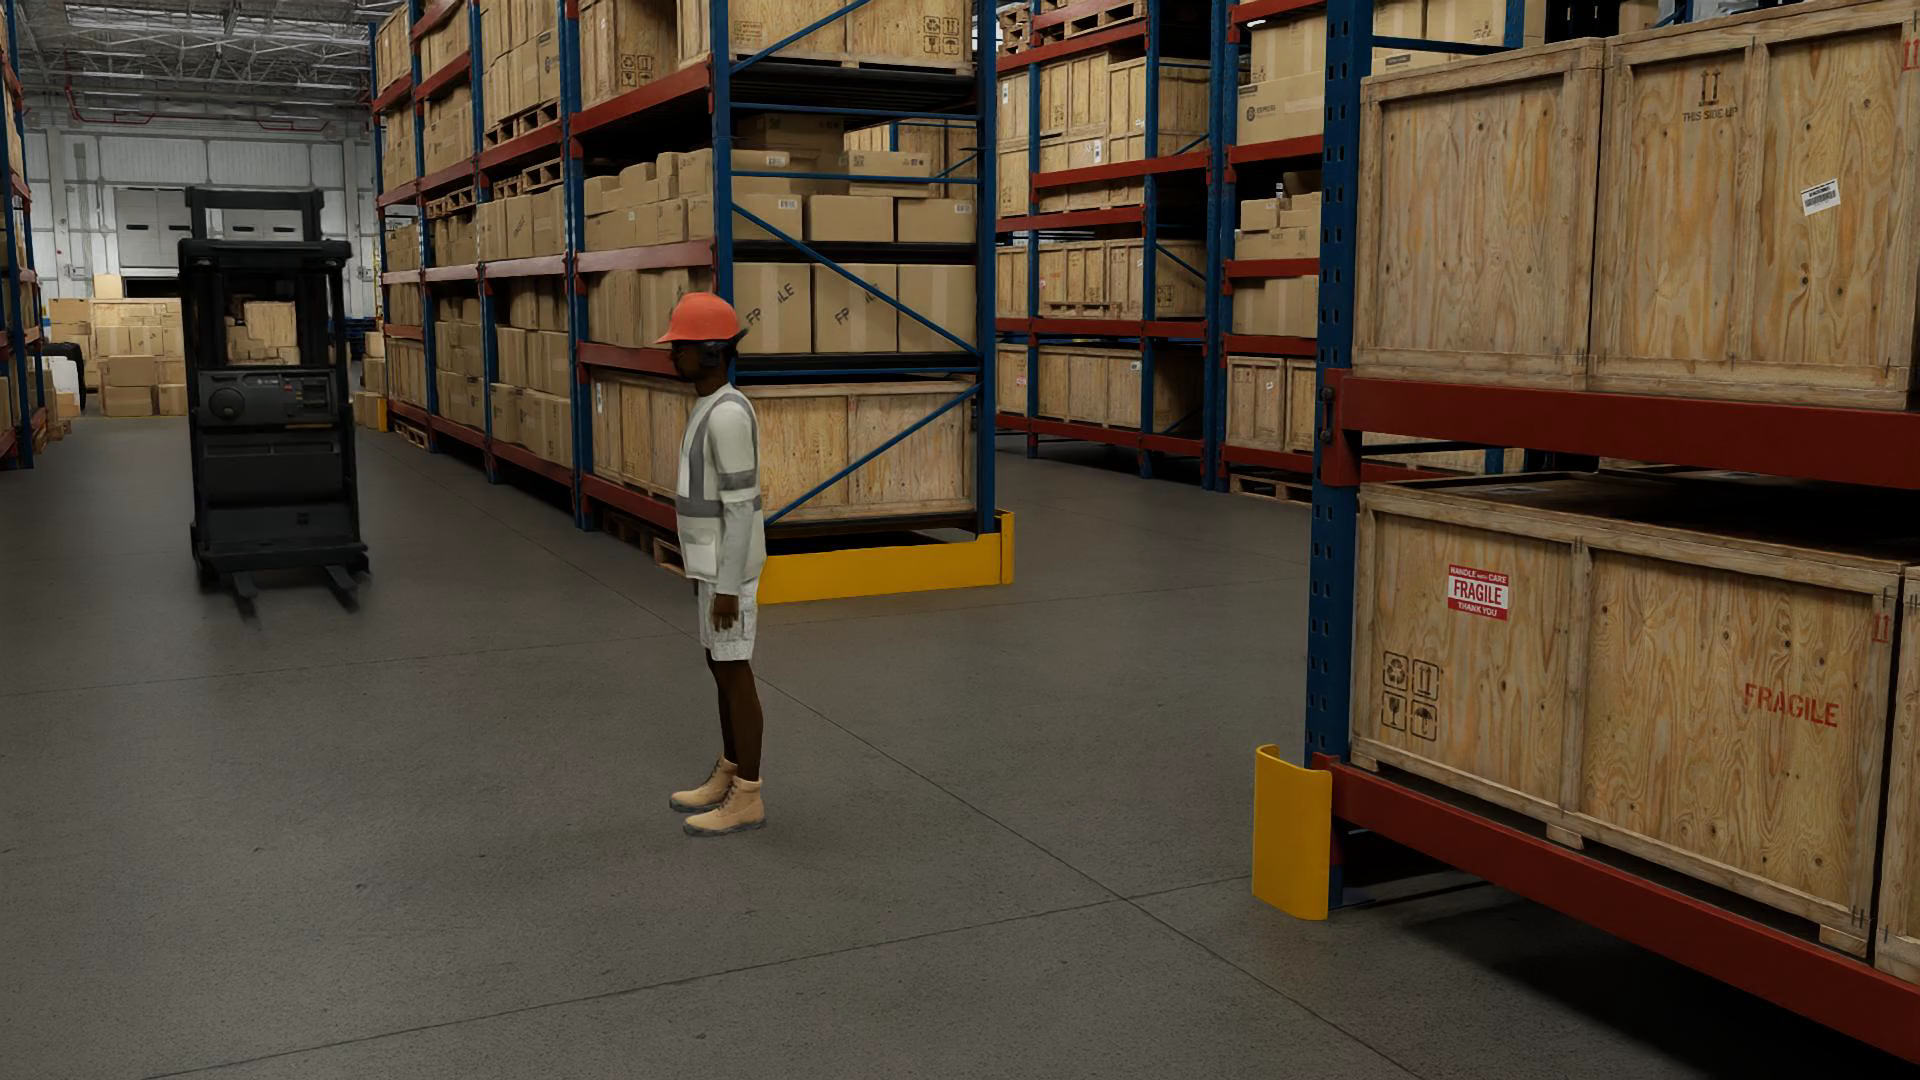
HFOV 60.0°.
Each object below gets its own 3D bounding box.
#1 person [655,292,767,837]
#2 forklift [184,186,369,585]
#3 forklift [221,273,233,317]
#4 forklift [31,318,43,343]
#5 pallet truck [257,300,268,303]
[{"bbox_3d":[-0.932,0.096,6.294,0.391,2.045,0.608,-2,9,-14],"label":"person"},{"bbox_3d":[-5.177,-1.204,12.388,1.129,2.768,1.873,-4,9,-26],"label":"forklift"},{"bbox_3d":[-22.637,-6.767,50.750,1.873,2.768,1.129,5,9,29],"label":"forklift"},{"bbox_3d":[-30.587,-7.279,54.283,1.129,2.768,1.873,-4,9,-26],"label":"forklift"},{"bbox_3d":[-23.913,-7.404,58.171,1.885,1.965,0.823,-1,8,-9],"label":"pallet truck"}]
